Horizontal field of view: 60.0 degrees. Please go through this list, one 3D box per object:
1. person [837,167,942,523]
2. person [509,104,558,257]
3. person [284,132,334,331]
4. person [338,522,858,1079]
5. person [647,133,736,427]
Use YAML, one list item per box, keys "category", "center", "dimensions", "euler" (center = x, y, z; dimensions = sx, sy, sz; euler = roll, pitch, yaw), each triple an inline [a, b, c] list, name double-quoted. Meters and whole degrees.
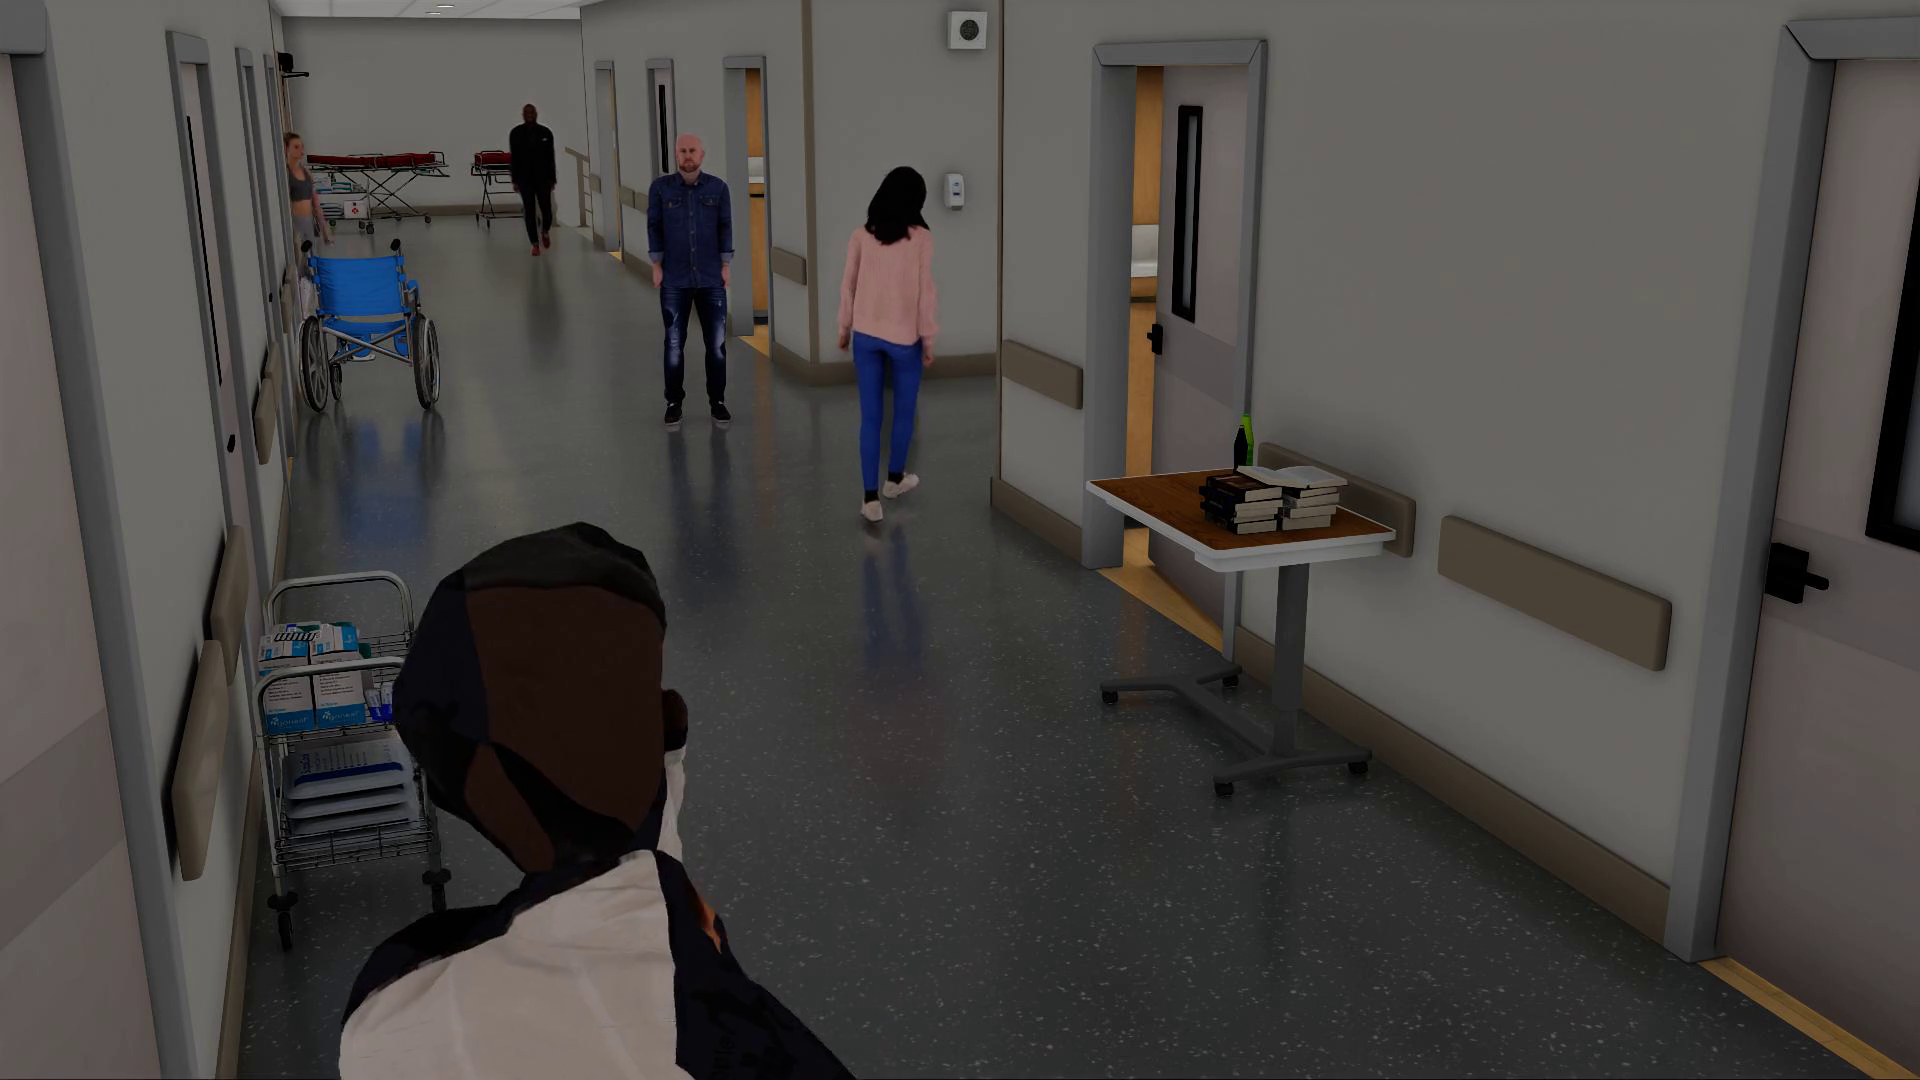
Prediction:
- category: "person"
  center: [-0.359, -0.931, 8.230]
  dimensions: [1.016, 1.716, 1.120]
  euler: [3, 16, 9]
- category: "person"
  center: [-5.214, -4.392, 20.341]
  dimensions: [0.731, 1.804, 0.880]
  euler: [-4, 16, -14]
- category: "person"
  center: [-5.784, -2.648, 14.362]
  dimensions: [0.759, 1.692, 0.687]
  euler: [4, 16, 13]
- category: "person"
  center: [-0.228, 0.945, 1.295]
  dimensions: [0.845, 1.867, 0.915]
  euler: [13, 20, 38]
- category: "person"
  center: [-1.707, -1.661, 10.614]
  dimensions: [0.730, 1.826, 0.610]
  euler: [-4, 16, -14]
